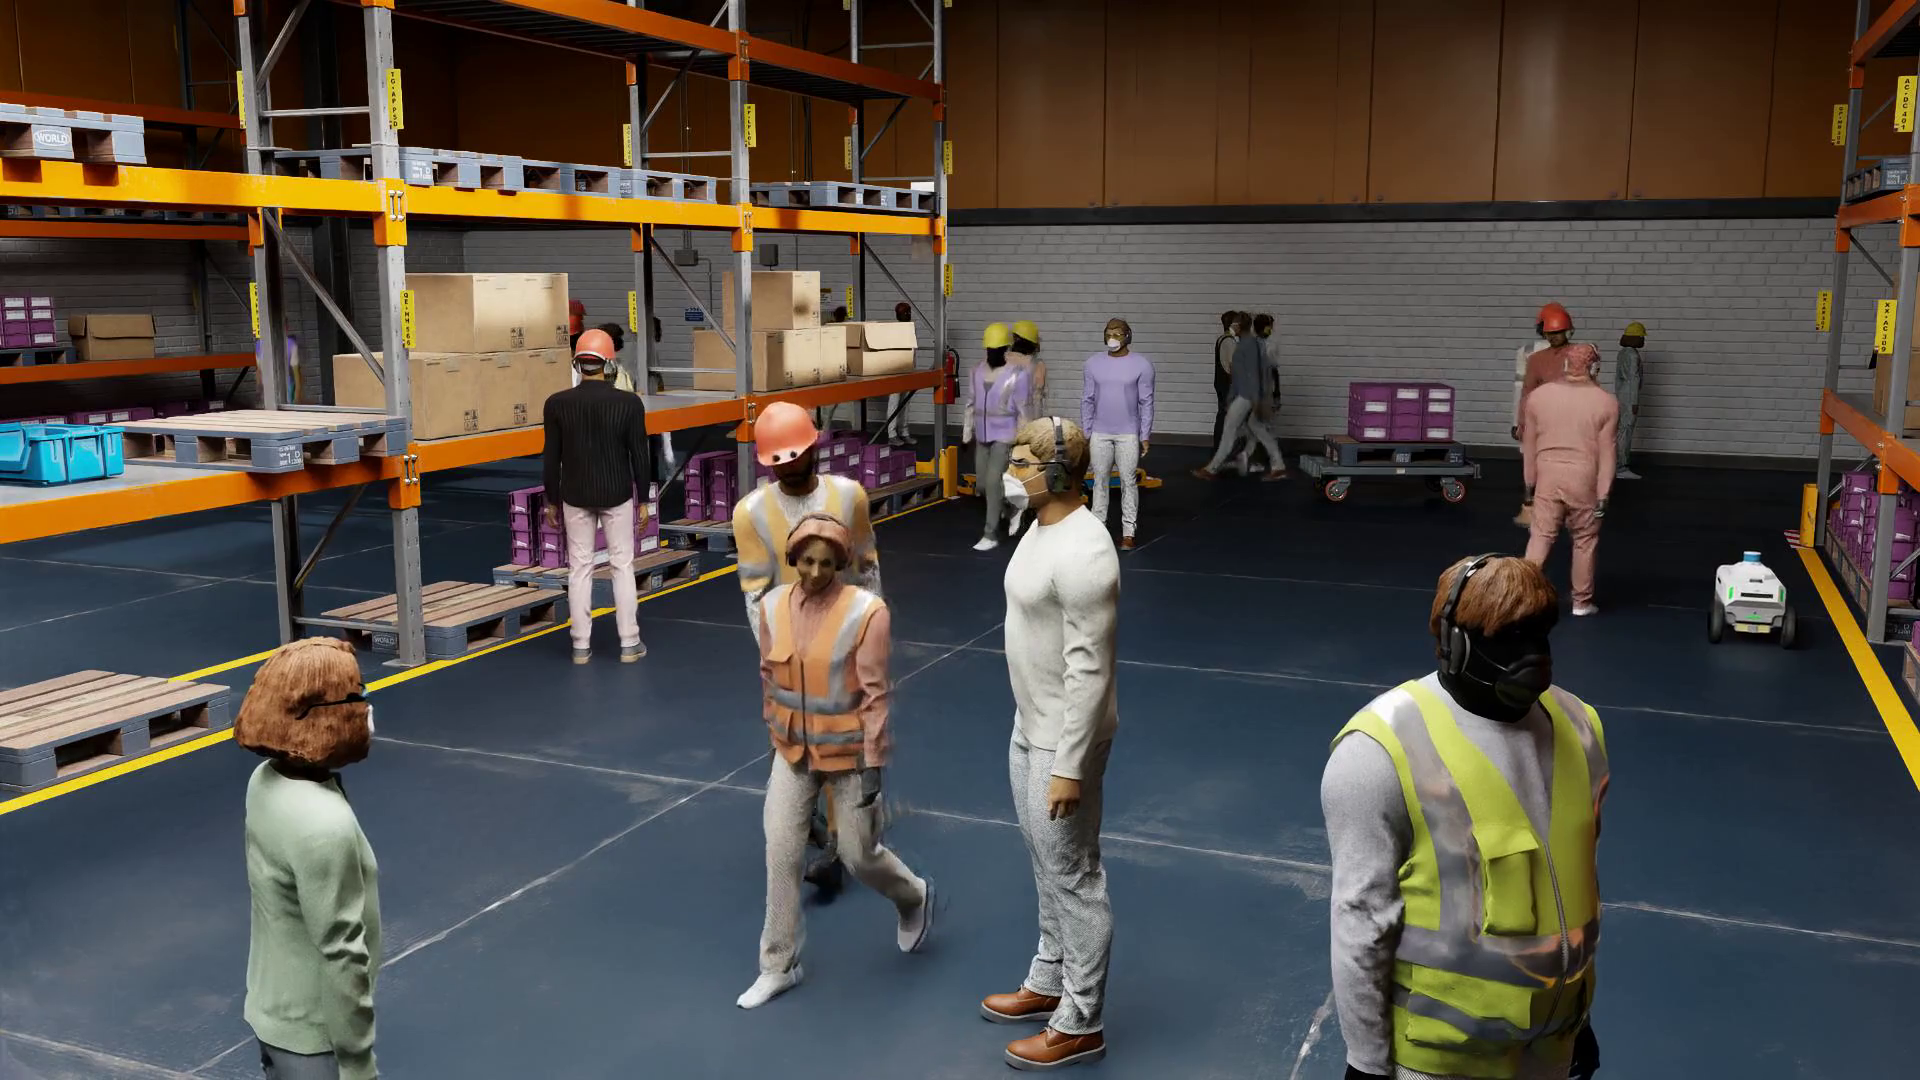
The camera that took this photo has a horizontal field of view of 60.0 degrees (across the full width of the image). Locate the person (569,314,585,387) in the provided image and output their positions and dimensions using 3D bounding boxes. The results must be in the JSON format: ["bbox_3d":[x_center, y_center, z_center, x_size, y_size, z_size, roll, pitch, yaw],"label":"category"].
[{"bbox_3d":[-3.543,-1.110,15.308,0.543,1.928,0.371,6,11,31],"label":"person"}]

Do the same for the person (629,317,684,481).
[{"bbox_3d":[-3.370,-1.498,18.008,0.987,1.826,0.519,-4,10,-24],"label":"person"}]

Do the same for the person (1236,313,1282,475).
[{"bbox_3d":[3.339,-1.641,18.819,0.531,1.838,0.760,8,12,40],"label":"person"}]

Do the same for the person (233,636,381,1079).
[{"bbox_3d":[-1.304,1.001,3.407,0.283,1.633,0.501,-7,12,-36],"label":"person"}]

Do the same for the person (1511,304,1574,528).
[{"bbox_3d":[5.337,-1.116,15.066,0.662,2.010,0.484,2,10,13],"label":"person"}]

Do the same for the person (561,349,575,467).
[{"bbox_3d":[-3.570,-0.980,15.381,0.514,1.644,0.307,5,11,29],"label":"person"}]

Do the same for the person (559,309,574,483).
[{"bbox_3d":[-3.987,-1.393,16.846,0.389,1.986,0.608,6,11,31],"label":"person"}]

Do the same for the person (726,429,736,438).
[{"bbox_3d":[-3.080,-2.322,22.917,0.429,1.842,0.630,1,9,3],"label":"person"}]

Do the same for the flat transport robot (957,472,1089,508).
[{"bbox_3d":[0.615,-0.524,16.766,0.652,0.197,1.431,-6,11,-31],"label":"flat transport robot"}]

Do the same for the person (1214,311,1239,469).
[{"bbox_3d":[3.155,-1.756,19.475,0.345,1.846,0.507,-2,10,-11],"label":"person"}]

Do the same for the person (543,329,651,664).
[{"bbox_3d":[-2.153,-0.254,9.919,0.622,1.992,0.396,-1,9,-5],"label":"person"}]

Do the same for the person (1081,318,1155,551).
[{"bbox_3d":[1.301,-0.876,13.857,0.627,1.940,0.371,4,10,20],"label":"person"}]

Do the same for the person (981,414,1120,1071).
[{"bbox_3d":[0.281,0.593,4.957,0.372,1.940,0.630,-2,10,-10],"label":"person"}]

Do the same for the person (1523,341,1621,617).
[{"bbox_3d":[4.011,-0.375,11.015,0.647,1.884,0.838,7,12,38],"label":"person"}]

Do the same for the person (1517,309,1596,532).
[{"bbox_3d":[5.297,-1.045,14.742,0.674,1.980,0.432,6,11,33],"label":"person"}]

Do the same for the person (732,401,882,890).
[{"bbox_3d":[-0.568,0.389,6.424,0.590,1.865,0.835,-2,10,-10],"label":"person"}]

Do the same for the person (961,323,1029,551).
[{"bbox_3d":[0.341,-0.875,13.972,0.606,1.899,0.686,8,12,39],"label":"person"}]

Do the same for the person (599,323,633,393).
[{"bbox_3d":[-3.444,-1.205,16.214,0.658,1.821,0.645,-2,10,-13],"label":"person"}]

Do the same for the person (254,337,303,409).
[{"bbox_3d":[-7.798,-1.679,19.042,0.577,1.829,0.430,4,10,21],"label":"person"}]

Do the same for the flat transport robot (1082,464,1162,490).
[{"bbox_3d":[1.363,-0.649,17.523,1.431,0.197,0.652,-6,11,-30],"label":"flat transport robot"}]

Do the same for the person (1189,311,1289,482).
[{"bbox_3d":[3.115,-1.552,18.164,1.089,1.884,0.646,1,9,7],"label":"person"}]

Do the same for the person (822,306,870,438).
[{"bbox_3d":[-1.608,-2.241,22.489,0.529,1.832,0.882,6,11,34],"label":"person"}]

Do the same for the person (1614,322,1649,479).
[{"bbox_3d":[7.483,-1.559,18.588,0.319,1.742,0.492,0,9,2],"label":"person"}]

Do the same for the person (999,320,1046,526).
[{"bbox_3d":[0.464,-1.072,15.226,0.637,1.870,0.880,2,10,10],"label":"person"}]

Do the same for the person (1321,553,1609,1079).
[{"bbox_3d":[0.989,0.933,3.190,0.625,1.844,0.429,-5,10,-26],"label":"person"}]

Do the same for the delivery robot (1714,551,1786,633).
[{"bbox_3d":[5.002,0.316,10.533,0.477,0.478,0.707,3,10,19],"label":"delivery robot"}]

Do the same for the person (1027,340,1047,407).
[{"bbox_3d":[0.822,-1.499,18.561,0.395,1.616,0.532,-1,9,-4],"label":"person"}]

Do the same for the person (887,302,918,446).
[{"bbox_3d":[-0.762,-2.196,22.028,0.362,1.882,0.576,7,12,38],"label":"person"}]

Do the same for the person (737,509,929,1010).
[{"bbox_3d":[-0.391,0.678,5.422,0.526,1.612,0.680,5,11,29],"label":"person"}]

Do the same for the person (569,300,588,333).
[{"bbox_3d":[-5.070,-2.192,21.903,0.507,1.913,0.544,5,11,28],"label":"person"}]
